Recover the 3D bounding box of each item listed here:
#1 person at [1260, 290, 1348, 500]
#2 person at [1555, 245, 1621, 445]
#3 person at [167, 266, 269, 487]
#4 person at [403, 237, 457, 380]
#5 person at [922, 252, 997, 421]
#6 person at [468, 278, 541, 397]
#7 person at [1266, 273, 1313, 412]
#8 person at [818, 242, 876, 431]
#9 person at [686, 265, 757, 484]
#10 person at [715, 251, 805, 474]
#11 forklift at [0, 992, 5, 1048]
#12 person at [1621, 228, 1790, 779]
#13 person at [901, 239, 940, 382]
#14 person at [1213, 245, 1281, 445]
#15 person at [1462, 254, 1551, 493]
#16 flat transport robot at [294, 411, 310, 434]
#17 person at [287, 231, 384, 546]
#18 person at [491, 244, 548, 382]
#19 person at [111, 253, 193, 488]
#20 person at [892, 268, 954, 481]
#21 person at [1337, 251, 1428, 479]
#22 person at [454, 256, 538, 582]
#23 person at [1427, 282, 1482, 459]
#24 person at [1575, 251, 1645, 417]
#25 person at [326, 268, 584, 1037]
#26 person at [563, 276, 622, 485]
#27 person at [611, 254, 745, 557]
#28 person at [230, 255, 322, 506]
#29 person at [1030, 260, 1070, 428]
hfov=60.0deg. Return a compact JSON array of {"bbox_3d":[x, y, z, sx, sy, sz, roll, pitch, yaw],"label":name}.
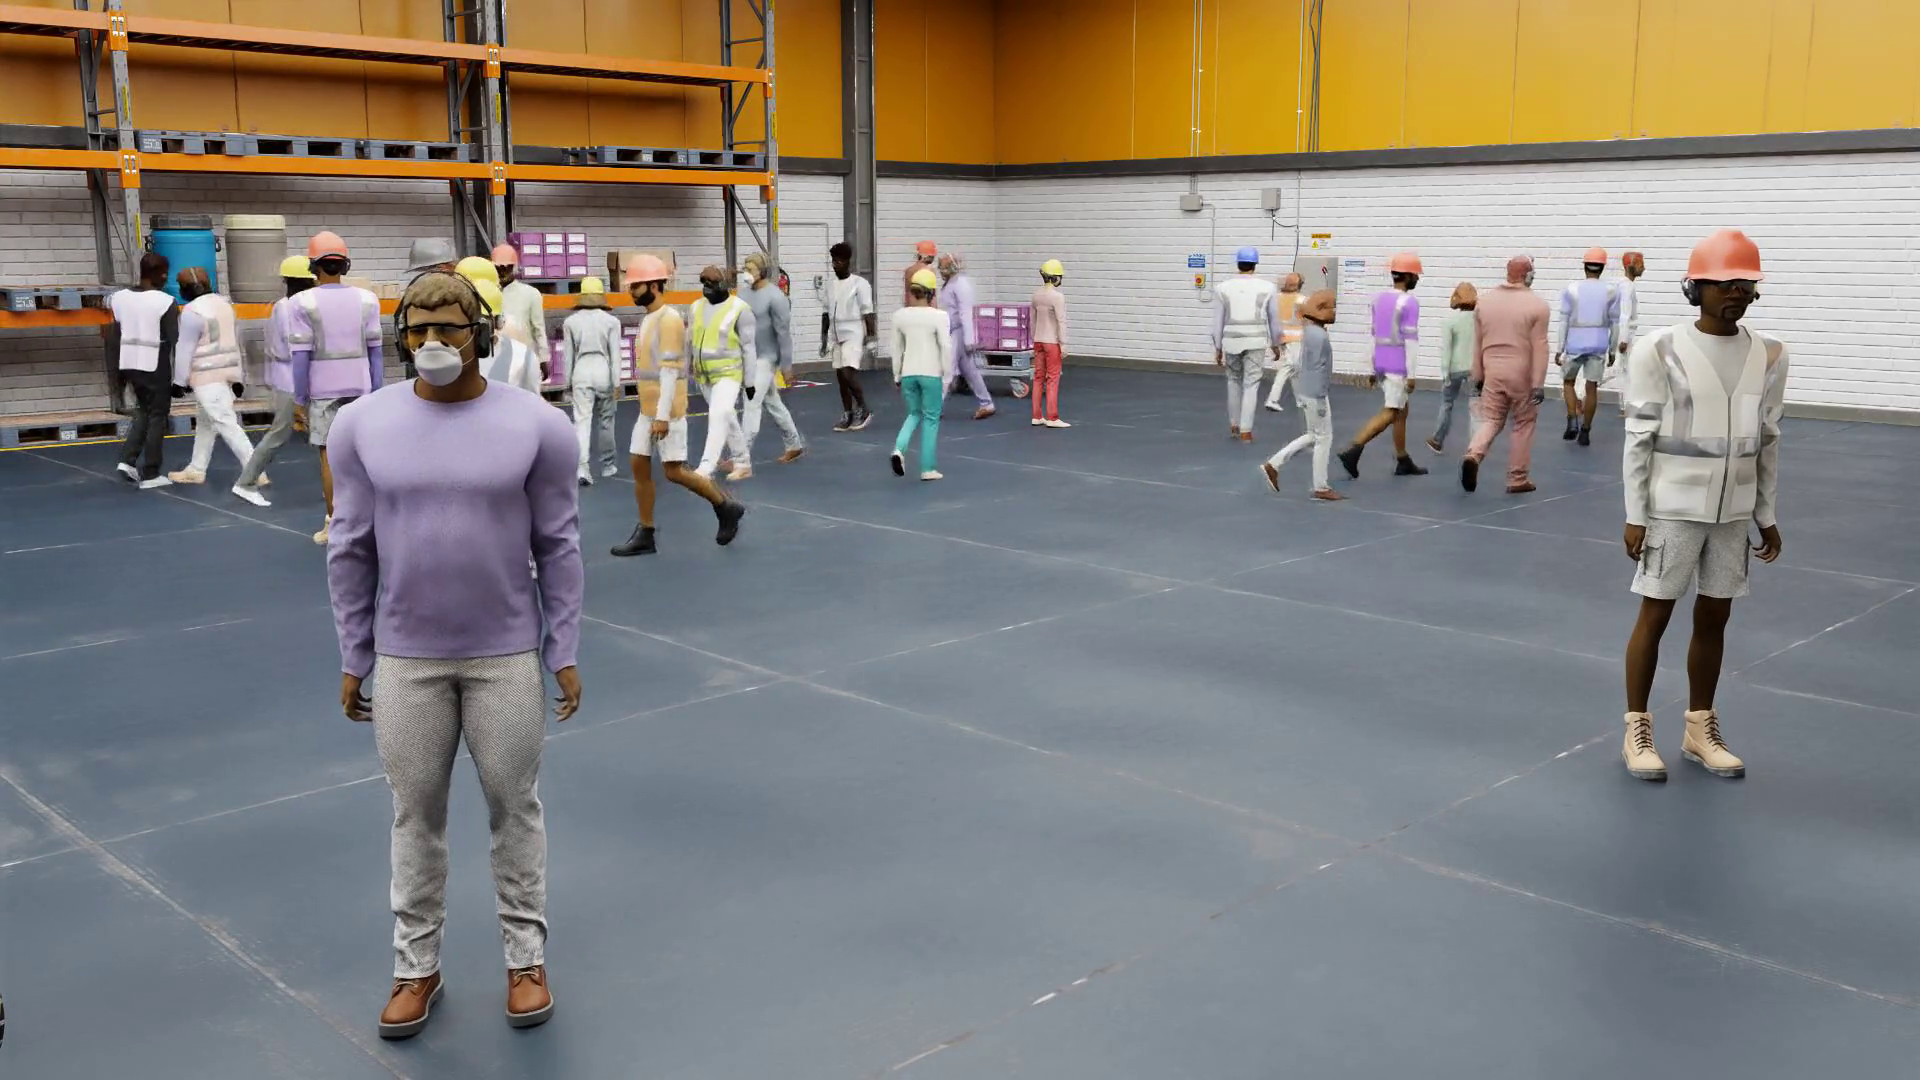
[{"bbox_3d":[2.655,-1.095,12.702,0.581,1.617,0.500,1,10,3],"label":"person"},{"bbox_3d":[6.059,-1.870,16.070,0.571,1.920,0.421,3,11,14],"label":"person"},{"bbox_3d":[-5.973,-1.284,13.284,0.928,1.793,0.629,0,10,1],"label":"person"},{"bbox_3d":[-3.227,-0.918,10.551,0.539,2.000,0.718,-7,13,-34],"label":"person"},{"bbox_3d":[-0.038,-2.204,18.125,0.990,1.846,0.660,-2,11,-11],"label":"person"},{"bbox_3d":[-2.425,-0.432,8.517,0.587,1.813,0.537,-2,11,-11],"label":"person"},{"bbox_3d":[3.832,-2.287,19.244,0.870,1.595,0.523,-6,12,-30],"label":"person"},{"bbox_3d":[-1.177,-2.080,17.136,0.617,1.944,0.433,9,14,41],"label":"person"},{"bbox_3d":[-1.968,-1.316,13.438,0.624,1.788,0.981,8,13,36],"label":"person"},{"bbox_3d":[-1.716,-1.543,14.409,1.036,1.892,0.636,-8,13,-39],"label":"person"},{"bbox_3d":[-3.245,0.323,3.363,2.313,2.155,1.214,2,11,13],"label":"forklift"},{"bbox_3d":[2.767,-0.119,6.183,0.605,2.045,0.377,-1,10,-6],"label":"person"},{"bbox_3d":[-0.570,-2.988,22.036,0.696,1.969,0.642,-9,14,-40],"label":"person"},{"bbox_3d":[2.828,-1.913,16.318,0.627,1.918,0.824,4,11,22],"label":"person"},{"bbox_3d":[4.256,-1.275,12.925,0.737,1.881,0.653,-9,14,-42],"label":"person"},{"bbox_3d":[-6.192,-1.157,16.680,0.652,0.197,1.431,-7,12,-32],"label":"flat transport robot"},{"bbox_3d":[-4.064,-0.974,10.850,0.605,2.044,0.375,-10,14,-42],"label":"person"},{"bbox_3d":[-3.947,-1.605,14.573,0.637,1.946,1.046,1,10,8],"label":"person"},{"bbox_3d":[-6.477,-1.345,13.319,0.617,1.882,0.433,3,11,18],"label":"person"},{"bbox_3d":[-0.323,-1.346,13.689,0.531,1.756,0.430,6,12,31],"label":"person"},{"bbox_3d":[3.540,-1.441,13.815,0.899,1.906,0.549,-4,11,-19],"label":"person"},{"bbox_3d":[-2.632,-0.656,9.497,0.532,1.897,0.637,-4,11,-20],"label":"person"},{"bbox_3d":[4.575,-1.542,15.180,0.507,1.593,0.849,-1,10,-3],"label":"person"},{"bbox_3d":[7.250,-2.271,18.464,0.861,1.858,0.587,4,11,20],"label":"person"},{"bbox_3d":[-1.267,0.292,4.228,0.627,1.941,0.371,-2,11,-9],"label":"person"},{"bbox_3d":[-3.019,-1.319,13.678,0.489,1.694,0.939,0,10,-3],"label":"person"},{"bbox_3d":[-1.819,-0.849,10.540,0.796,1.912,0.543,-7,12,-33],"label":"person"},{"bbox_3d":[-5.027,-1.191,12.489,0.983,1.883,0.600,-2,11,-12],"label":"person"},{"bbox_3d":[0.959,-2.068,17.571,0.317,1.767,0.534,-7,13,-35],"label":"person"}]
